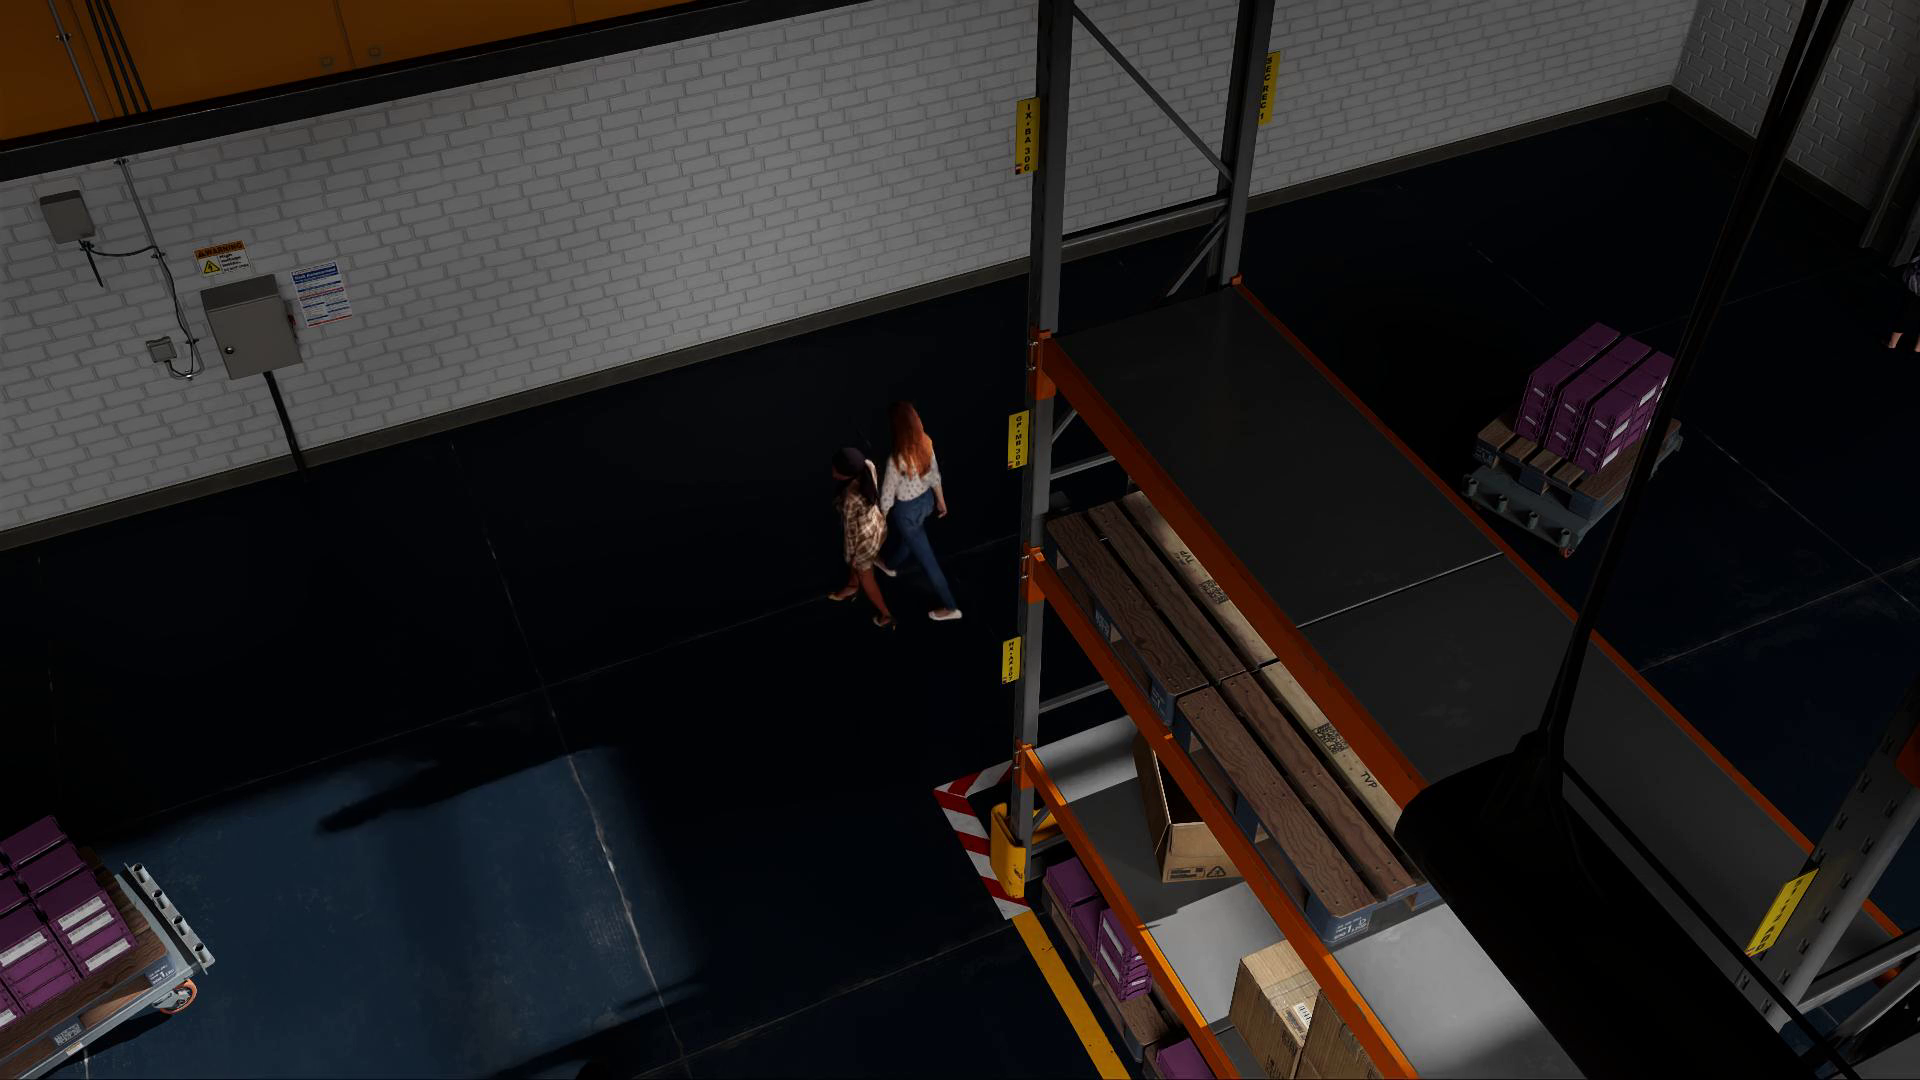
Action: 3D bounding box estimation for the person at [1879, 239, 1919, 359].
[{"bbox_3d":[7.826,-2.174,13.298,0.751,1.638,0.809,13,45,14],"label":"person"}]

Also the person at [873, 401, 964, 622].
[{"bbox_3d":[-0.244,-0.158,11.148,1.236,1.684,0.996,25,49,24],"label":"person"}]

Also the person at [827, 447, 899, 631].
[{"bbox_3d":[-0.588,0.040,10.904,0.962,1.736,0.897,23,48,22],"label":"person"}]
